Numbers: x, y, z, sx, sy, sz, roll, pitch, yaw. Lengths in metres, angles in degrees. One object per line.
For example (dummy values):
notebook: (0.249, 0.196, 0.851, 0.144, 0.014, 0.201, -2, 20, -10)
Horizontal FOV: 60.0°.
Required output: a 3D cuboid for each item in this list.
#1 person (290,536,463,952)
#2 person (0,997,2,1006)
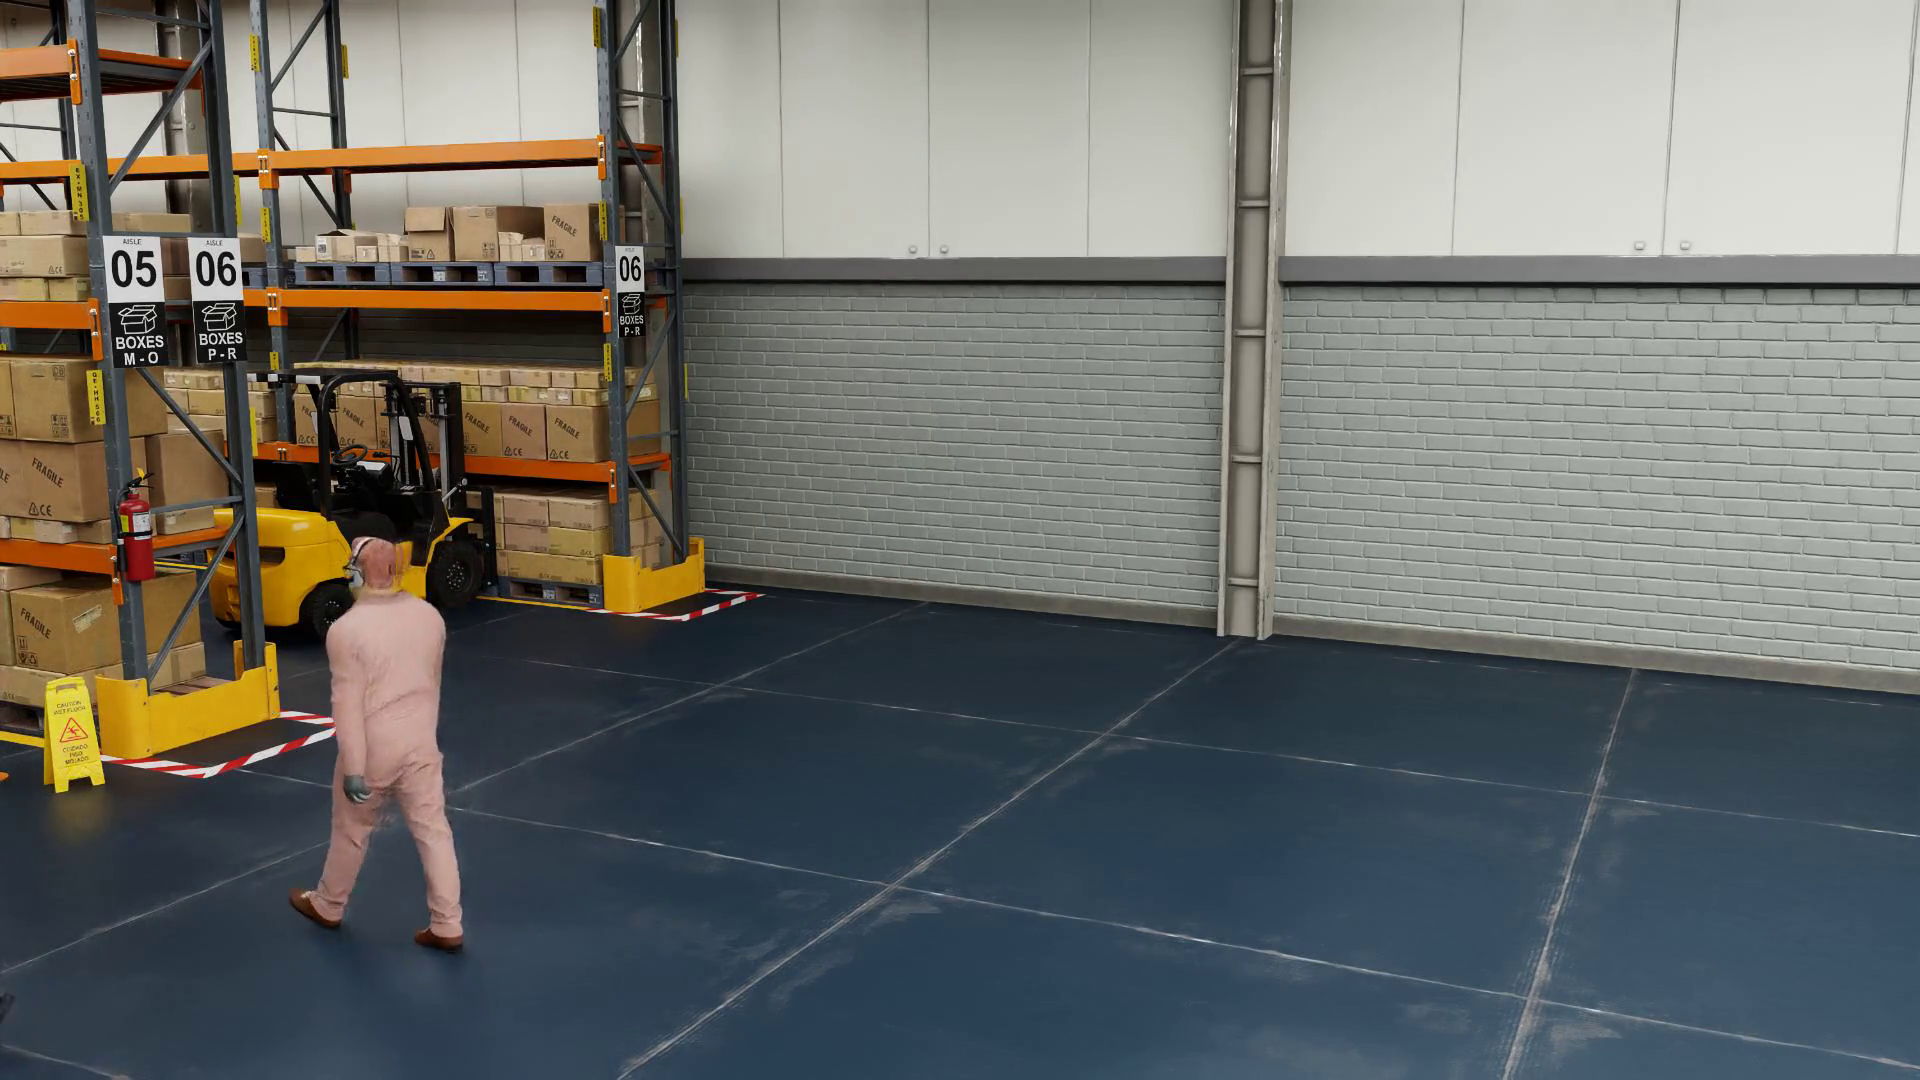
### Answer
person: (-2.610, 0.901, 7.472, 1.008, 1.849, 0.663, 6, 11, 31)
person: (-4.125, 1.115, 6.097, 0.885, 1.878, 0.646, -3, 10, -15)
